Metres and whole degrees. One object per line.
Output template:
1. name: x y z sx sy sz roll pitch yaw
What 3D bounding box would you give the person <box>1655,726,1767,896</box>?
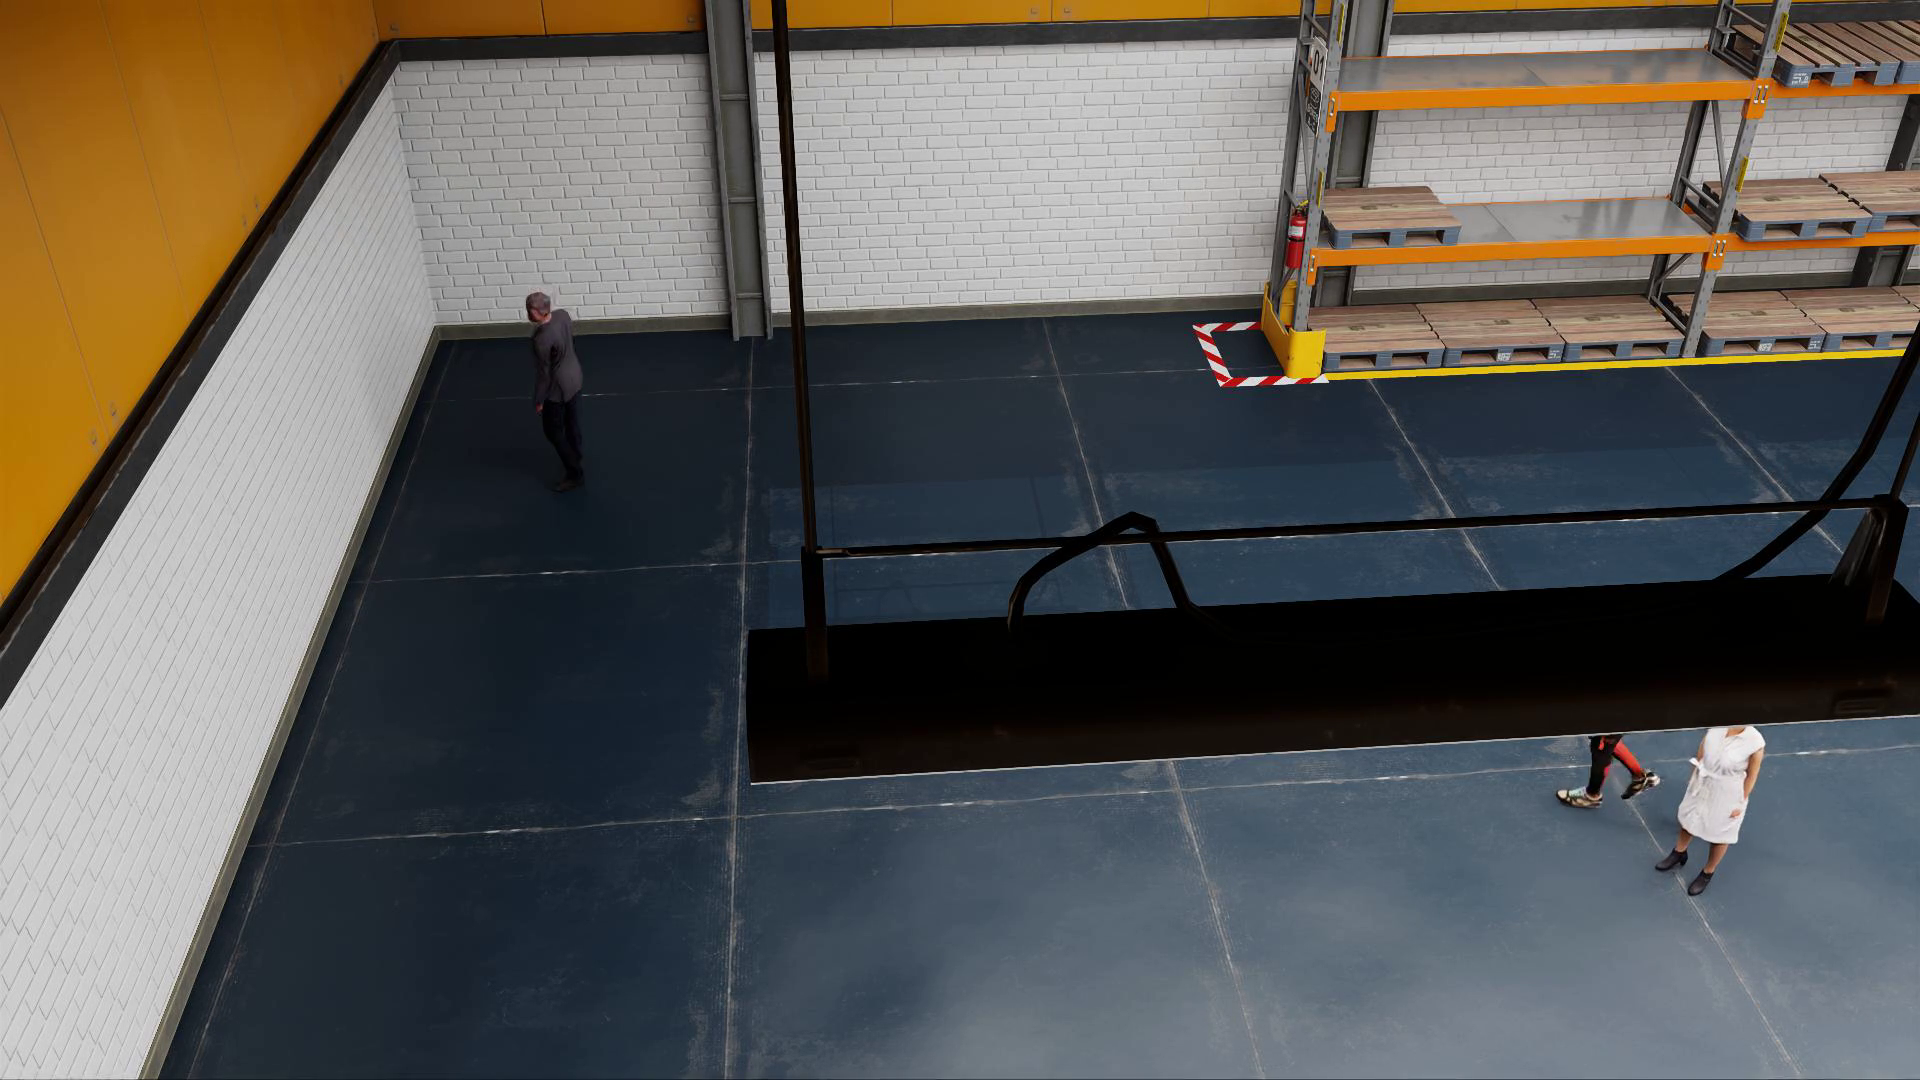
1. person: 4.638 1.508 10.161 0.634 1.555 0.630 -16 37 -23

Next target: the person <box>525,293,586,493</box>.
1. person: -3.425 -1.348 14.225 0.775 1.812 0.883 18 38 25
